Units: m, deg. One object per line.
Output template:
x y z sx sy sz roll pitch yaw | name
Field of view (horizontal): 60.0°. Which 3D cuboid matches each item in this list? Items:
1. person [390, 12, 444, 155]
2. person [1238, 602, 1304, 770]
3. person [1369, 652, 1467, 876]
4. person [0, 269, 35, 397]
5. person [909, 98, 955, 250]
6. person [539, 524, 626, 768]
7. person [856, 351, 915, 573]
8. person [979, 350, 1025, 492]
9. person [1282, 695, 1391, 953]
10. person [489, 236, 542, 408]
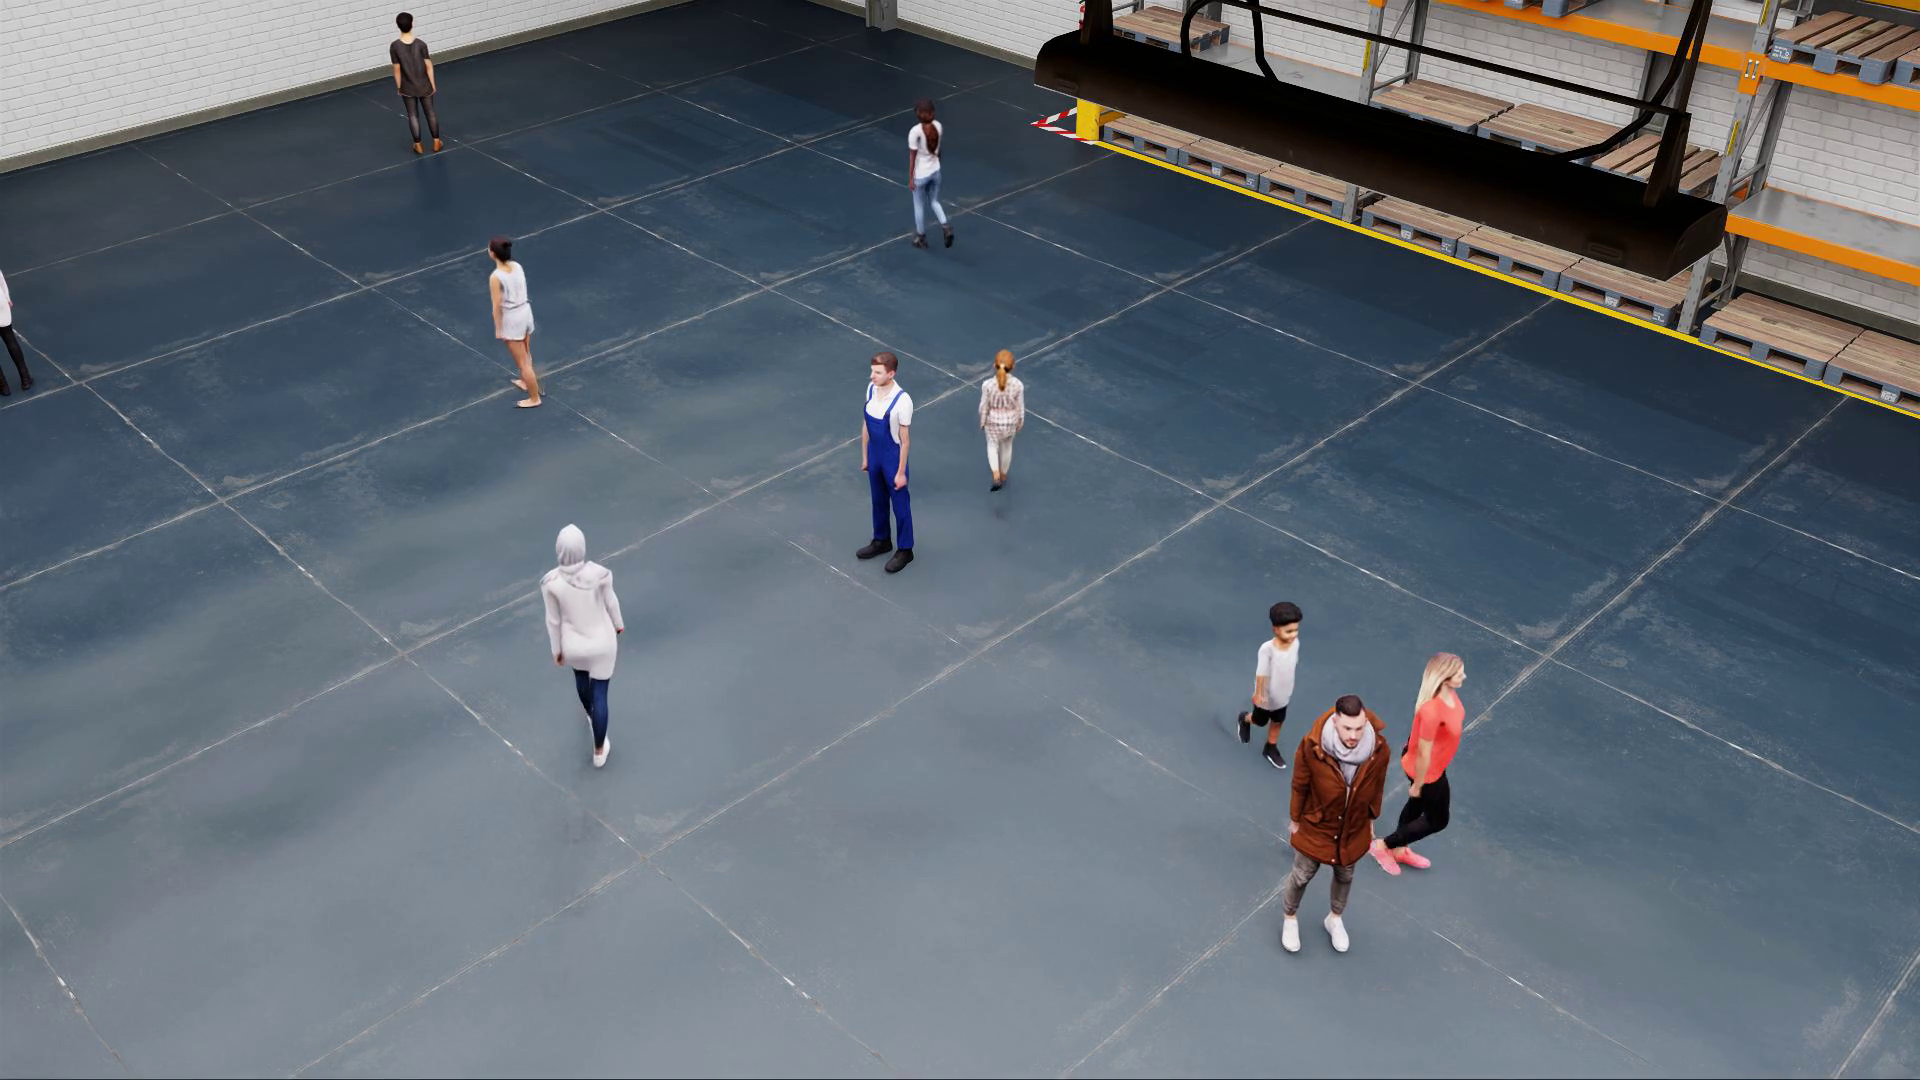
-6.700 -5.623 20.466 0.705 1.717 0.711 -9 35 -13 | person
2.053 0.923 11.039 0.626 1.251 0.749 -14 36 -20 | person
2.712 1.346 10.011 0.800 1.684 0.737 10 35 15 | person
-8.922 -2.176 15.202 0.652 1.804 0.624 -23 40 -31 | person
-0.311 -3.900 17.878 0.650 1.713 0.881 -24 41 -32 | person
-2.434 0.741 10.859 0.907 1.752 0.988 -2 34 -3 | person
-0.551 -0.633 12.838 0.498 1.851 0.684 27 42 34 | person
0.345 -0.956 13.824 0.755 1.298 0.820 -1 34 -1 | person
2.125 1.605 9.485 0.836 1.836 0.886 -3 34 -4 | person
-3.997 -1.978 15.086 0.803 1.602 0.699 11 35 16 | person
